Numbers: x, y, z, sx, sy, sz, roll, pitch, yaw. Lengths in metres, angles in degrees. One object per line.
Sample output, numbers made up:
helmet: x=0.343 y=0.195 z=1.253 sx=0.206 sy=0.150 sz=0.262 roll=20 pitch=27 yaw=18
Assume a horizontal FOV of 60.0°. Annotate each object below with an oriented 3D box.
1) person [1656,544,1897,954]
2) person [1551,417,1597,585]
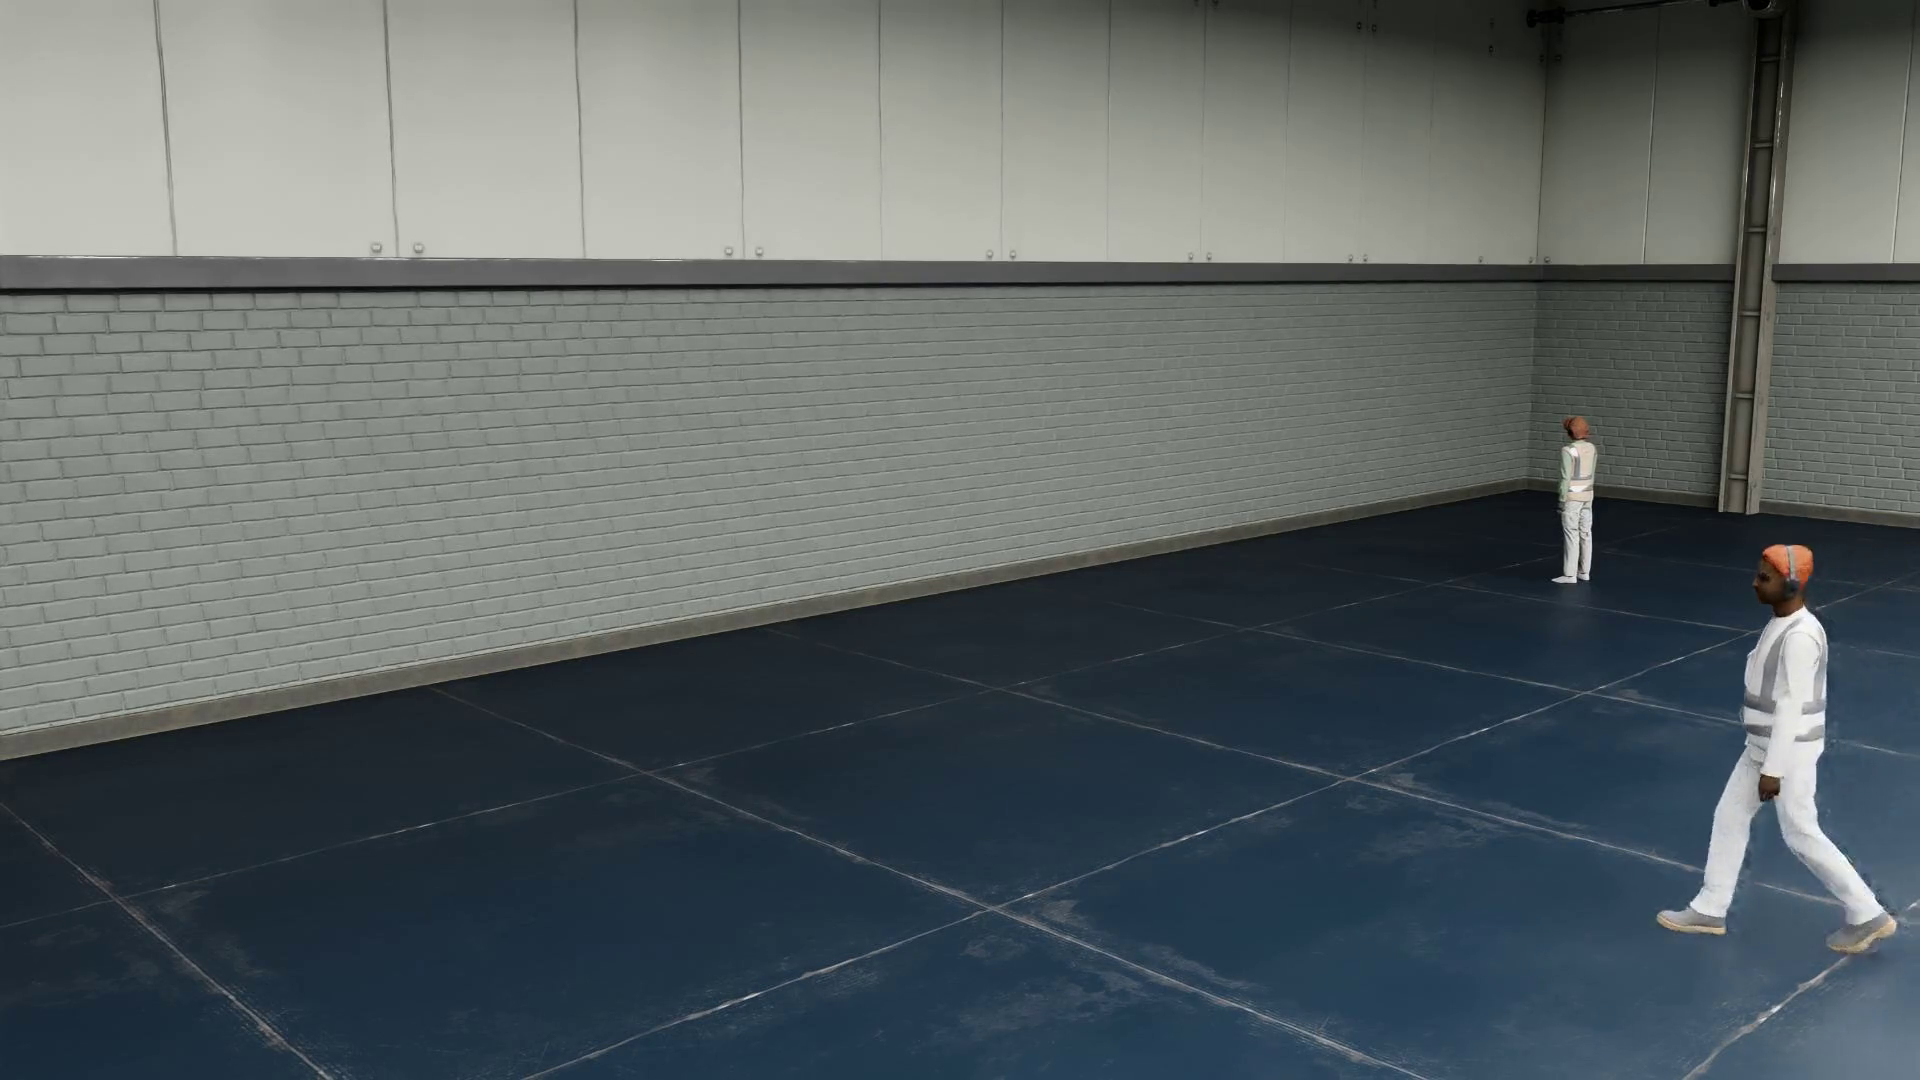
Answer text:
person: x=3.719 y=0.931 z=7.401 sx=0.938 sy=1.850 sz=0.585 roll=3 pitch=10 yaw=16
person: x=5.989 y=-0.382 z=16.192 sx=0.515 sy=1.636 sz=0.315 roll=-6 pitch=11 yaw=-35
